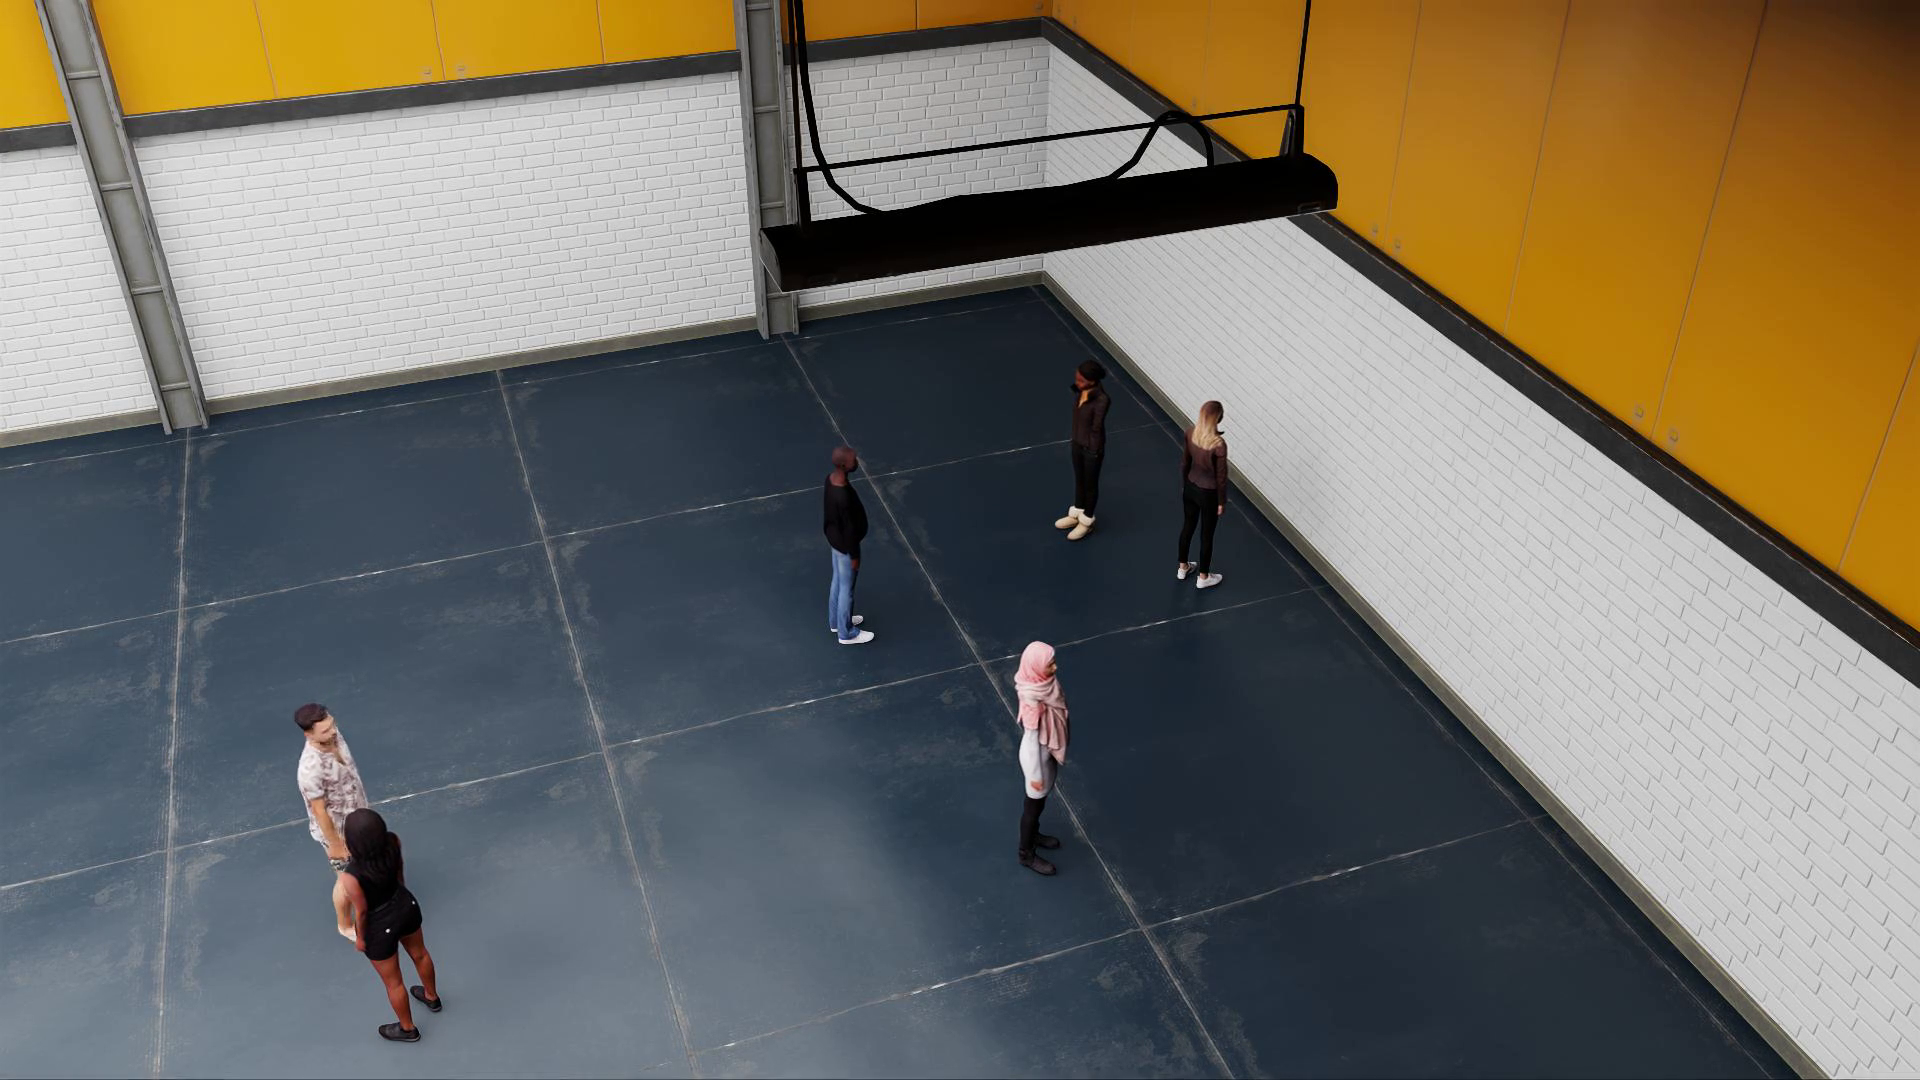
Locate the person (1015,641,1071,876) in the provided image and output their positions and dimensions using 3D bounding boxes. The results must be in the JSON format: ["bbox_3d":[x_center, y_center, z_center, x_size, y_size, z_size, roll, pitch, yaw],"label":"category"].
[{"bbox_3d":[0.517,1.409,10.923,0.761,1.804,0.739,6,34,9],"label":"person"}]

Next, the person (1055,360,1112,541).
[{"bbox_3d":[1.121,-0.821,14.407,0.688,1.662,0.622,-17,37,-23],"label":"person"}]

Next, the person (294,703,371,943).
[{"bbox_3d":[-3.907,1.715,10.457,0.677,1.810,0.739,-4,34,-6],"label":"person"}]

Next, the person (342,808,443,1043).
[{"bbox_3d":[-3.349,2.234,9.741,0.722,1.740,0.675,12,36,18],"label":"person"}]

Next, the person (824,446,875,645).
[{"bbox_3d":[-0.914,0.028,13.050,0.523,1.749,0.591,-12,36,-18],"label":"person"}]

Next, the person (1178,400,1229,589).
[{"bbox_3d":[1.992,-0.384,13.713,0.627,1.703,0.664,-25,41,-33],"label":"person"}]
